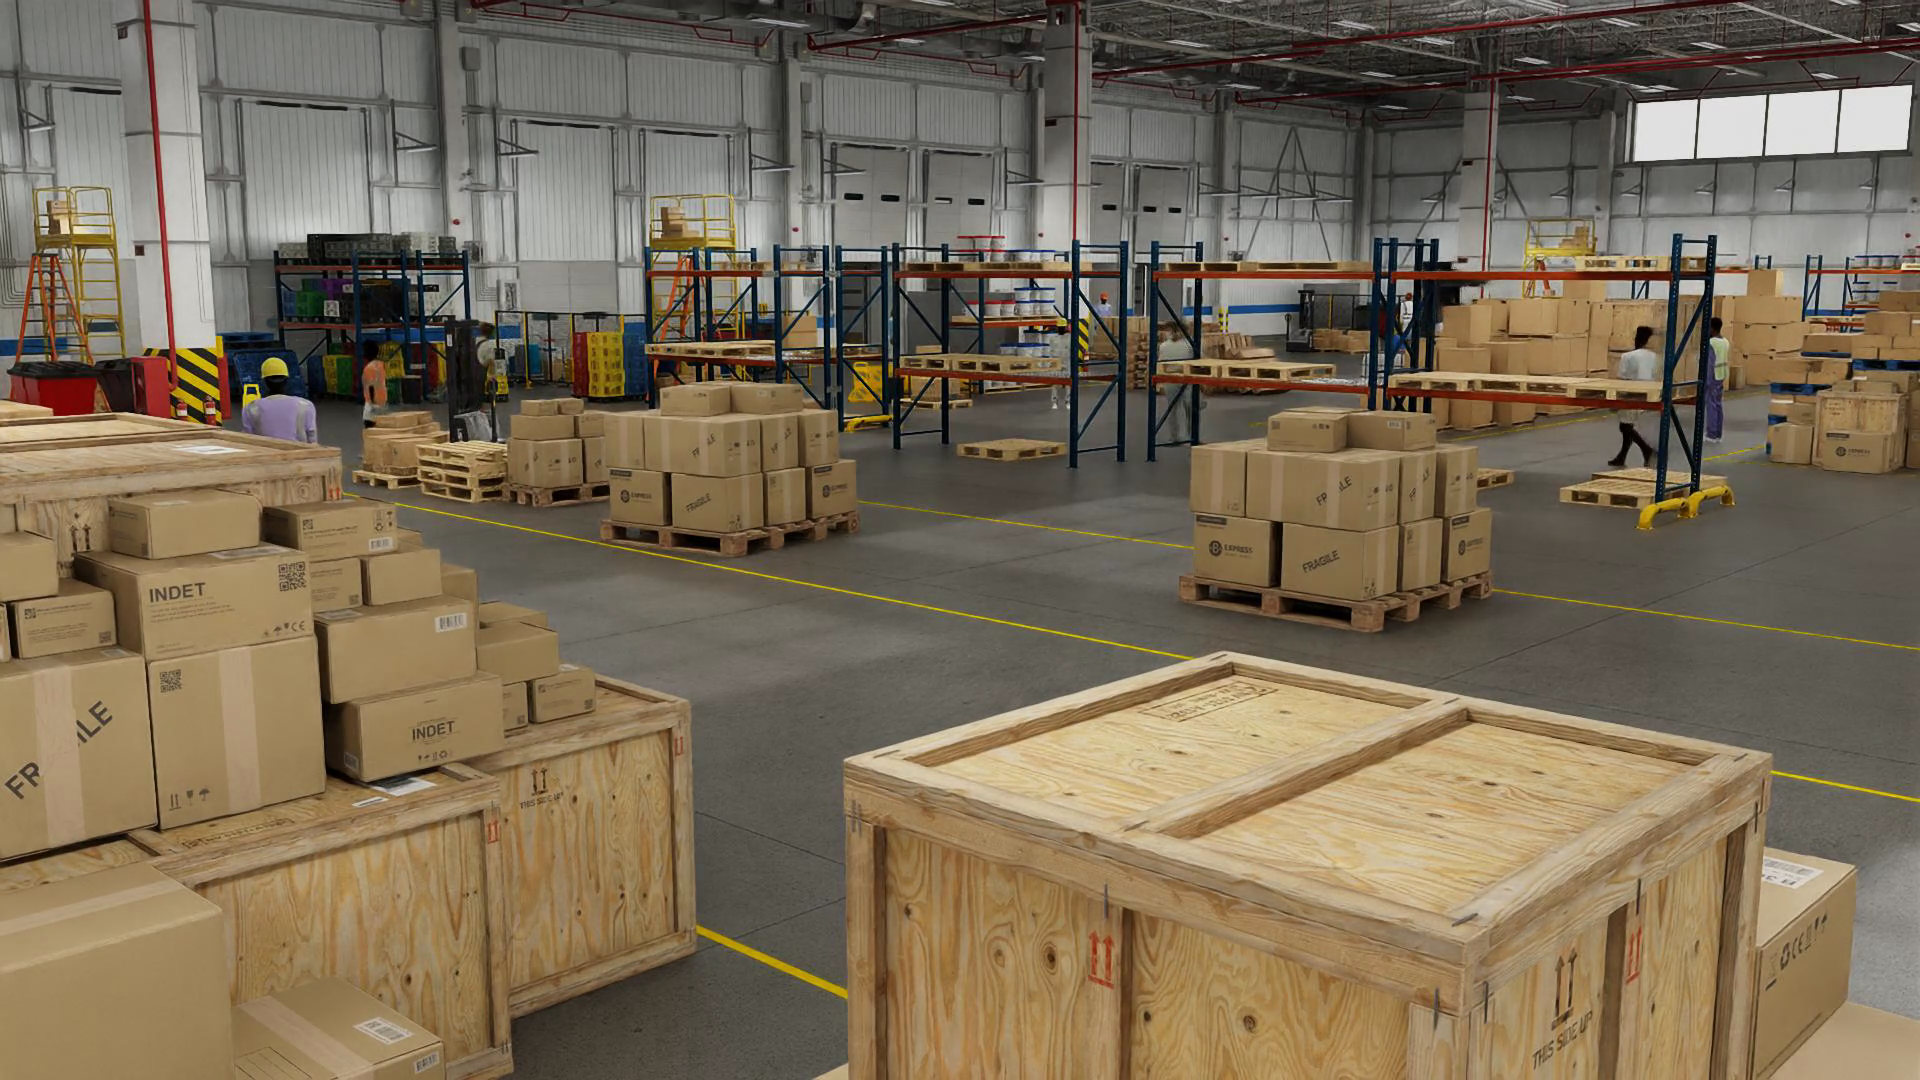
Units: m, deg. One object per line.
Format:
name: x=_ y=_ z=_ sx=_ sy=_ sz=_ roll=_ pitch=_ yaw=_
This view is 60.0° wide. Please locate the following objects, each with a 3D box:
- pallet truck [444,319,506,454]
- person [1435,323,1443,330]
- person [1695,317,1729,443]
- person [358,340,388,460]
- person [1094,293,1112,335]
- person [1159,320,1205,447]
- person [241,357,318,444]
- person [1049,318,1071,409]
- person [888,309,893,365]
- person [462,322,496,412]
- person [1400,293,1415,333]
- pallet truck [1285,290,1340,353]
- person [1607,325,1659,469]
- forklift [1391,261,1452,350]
pallet truck: x=-6.981 y=-1.942 z=22.150 sx=1.885 sy=1.965 sz=0.823 roll=1 pitch=9 yaw=9
person: x=10.088 y=-3.869 z=34.317 sx=0.552 sy=1.882 sz=1.004 roll=8 pitch=12 yaw=41
person: x=11.555 y=-2.444 z=25.471 sx=0.597 sy=1.916 sz=0.371 roll=-9 pitch=13 yaw=-43
person: x=-8.082 y=-1.952 z=23.164 sx=0.604 sy=1.680 sz=0.538 roll=0 pitch=9 yaw=1
person: x=4.412 y=-6.646 z=51.217 sx=0.543 sy=1.929 sz=0.386 roll=-1 pitch=9 yaw=-9
person: x=3.318 y=-2.299 z=24.684 sx=0.786 sy=1.904 sz=0.379 roll=5 pitch=11 yaw=29
person: x=-5.694 y=-0.569 z=13.977 sx=0.589 sy=1.918 sz=0.403 roll=-4 pitch=10 yaw=-22
person: x=1.923 y=-3.334 z=31.490 sx=0.485 sy=1.737 sz=0.320 roll=1 pitch=9 yaw=9
person: x=-1.744 y=-5.265 z=43.649 sx=0.313 sy=1.633 sz=0.520 roll=3 pitch=10 yaw=20
person: x=-7.796 y=-2.630 z=27.013 sx=0.549 sy=1.786 sz=0.665 roll=5 pitch=11 yaw=30
person: x=14.586 y=-7.099 z=54.124 sx=0.575 sy=1.883 sz=0.355 roll=-2 pitch=9 yaw=-9
pallet truck: x=11.297 y=-6.951 z=52.861 sx=1.885 sy=1.965 sz=0.823 roll=-5 pitch=11 yaw=-29
person: x=8.955 y=-1.880 z=22.004 sx=0.631 sy=1.919 sz=0.831 roll=-5 pitch=10 yaw=-27
forklift: x=11.215 y=-5.199 z=39.418 sx=1.873 sy=2.768 sz=1.129 roll=9 pitch=13 yaw=43
